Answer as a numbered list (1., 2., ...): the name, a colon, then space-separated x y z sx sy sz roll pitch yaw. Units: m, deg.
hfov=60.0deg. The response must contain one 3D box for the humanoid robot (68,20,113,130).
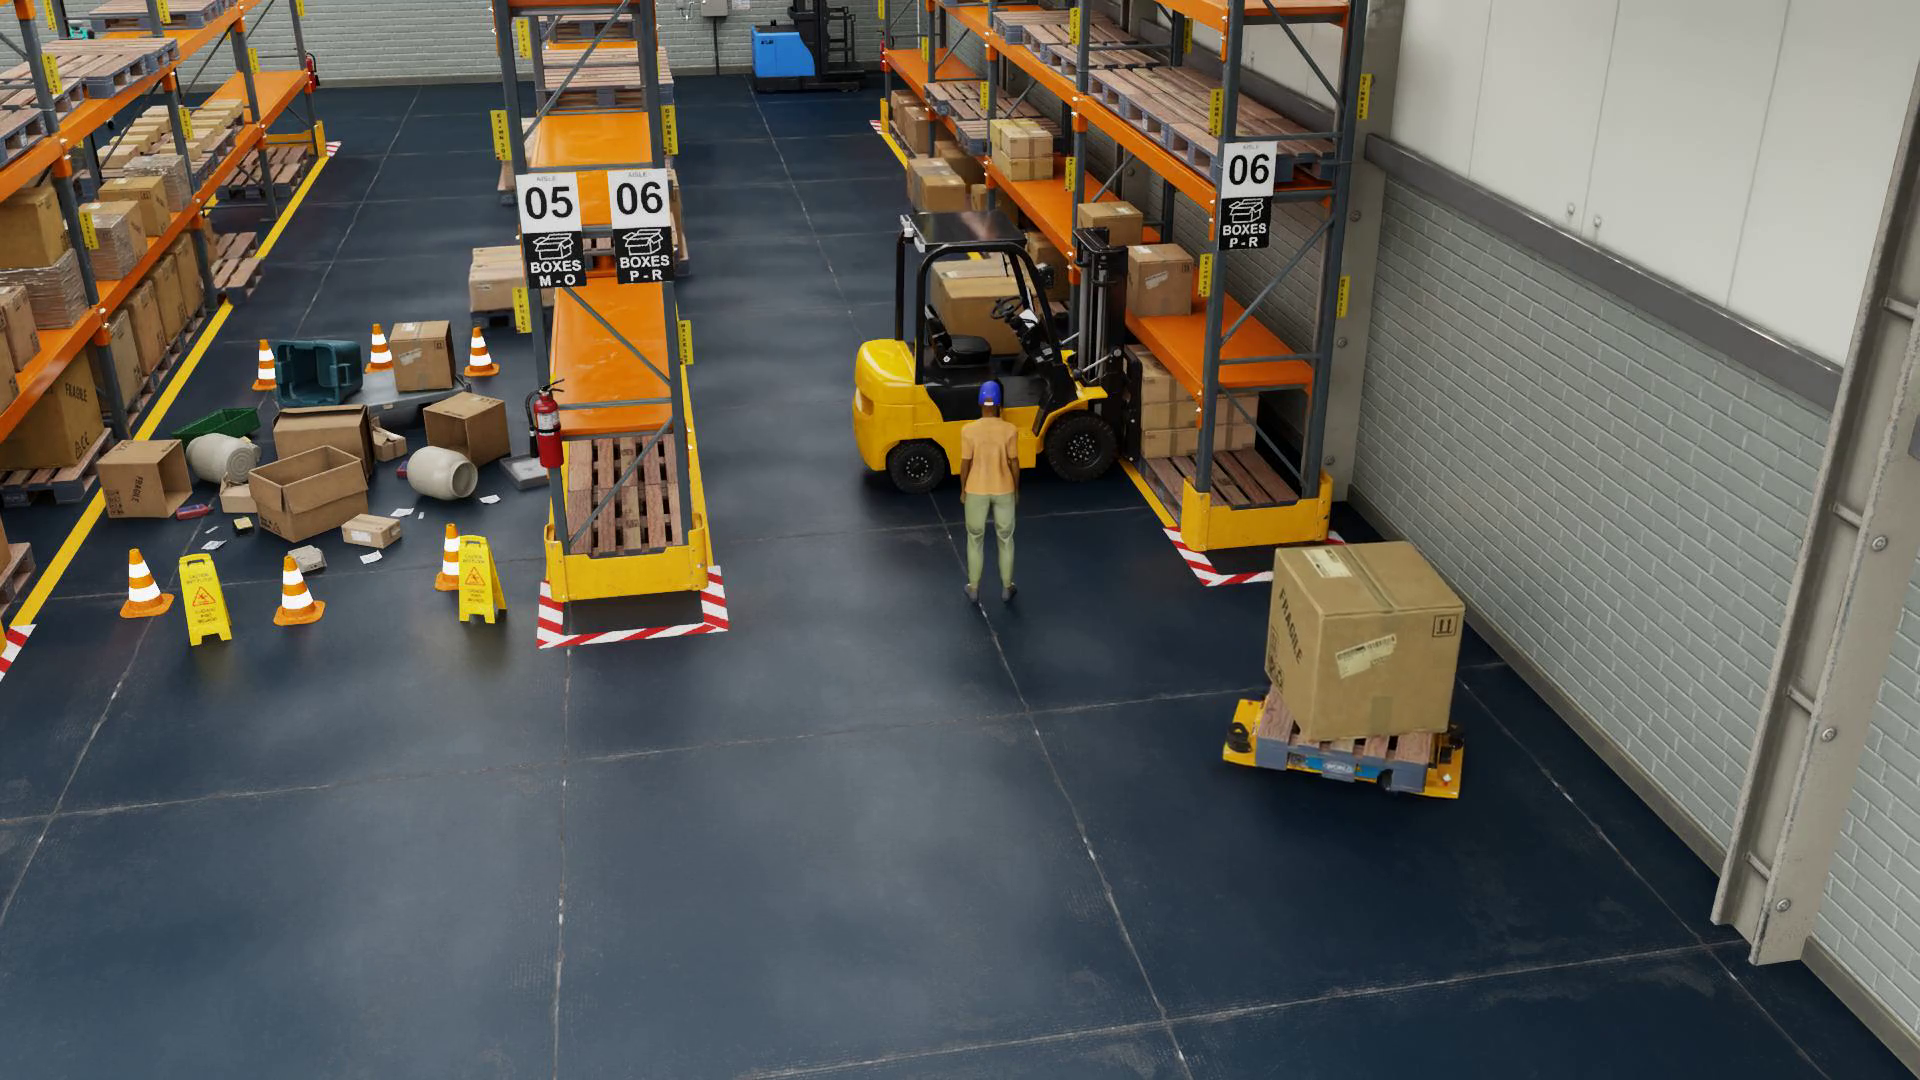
1. humanoid robot: -14.274 -7.613 27.325 0.547 1.789 0.924 -21 33 -37

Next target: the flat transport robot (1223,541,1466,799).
1. flat transport robot: 2.426 1.272 10.480 1.431 0.231 0.659 8 27 16

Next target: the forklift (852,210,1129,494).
1. forklift: 0.216 -1.659 14.366 2.313 2.155 1.214 -5 26 -10

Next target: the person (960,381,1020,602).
1. person: 0.219 -0.356 12.198 0.439 1.718 0.353 -1 26 -1

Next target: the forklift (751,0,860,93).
1. forklift: -2.872 -9.679 30.288 1.873 2.768 1.129 -5 26 -10
